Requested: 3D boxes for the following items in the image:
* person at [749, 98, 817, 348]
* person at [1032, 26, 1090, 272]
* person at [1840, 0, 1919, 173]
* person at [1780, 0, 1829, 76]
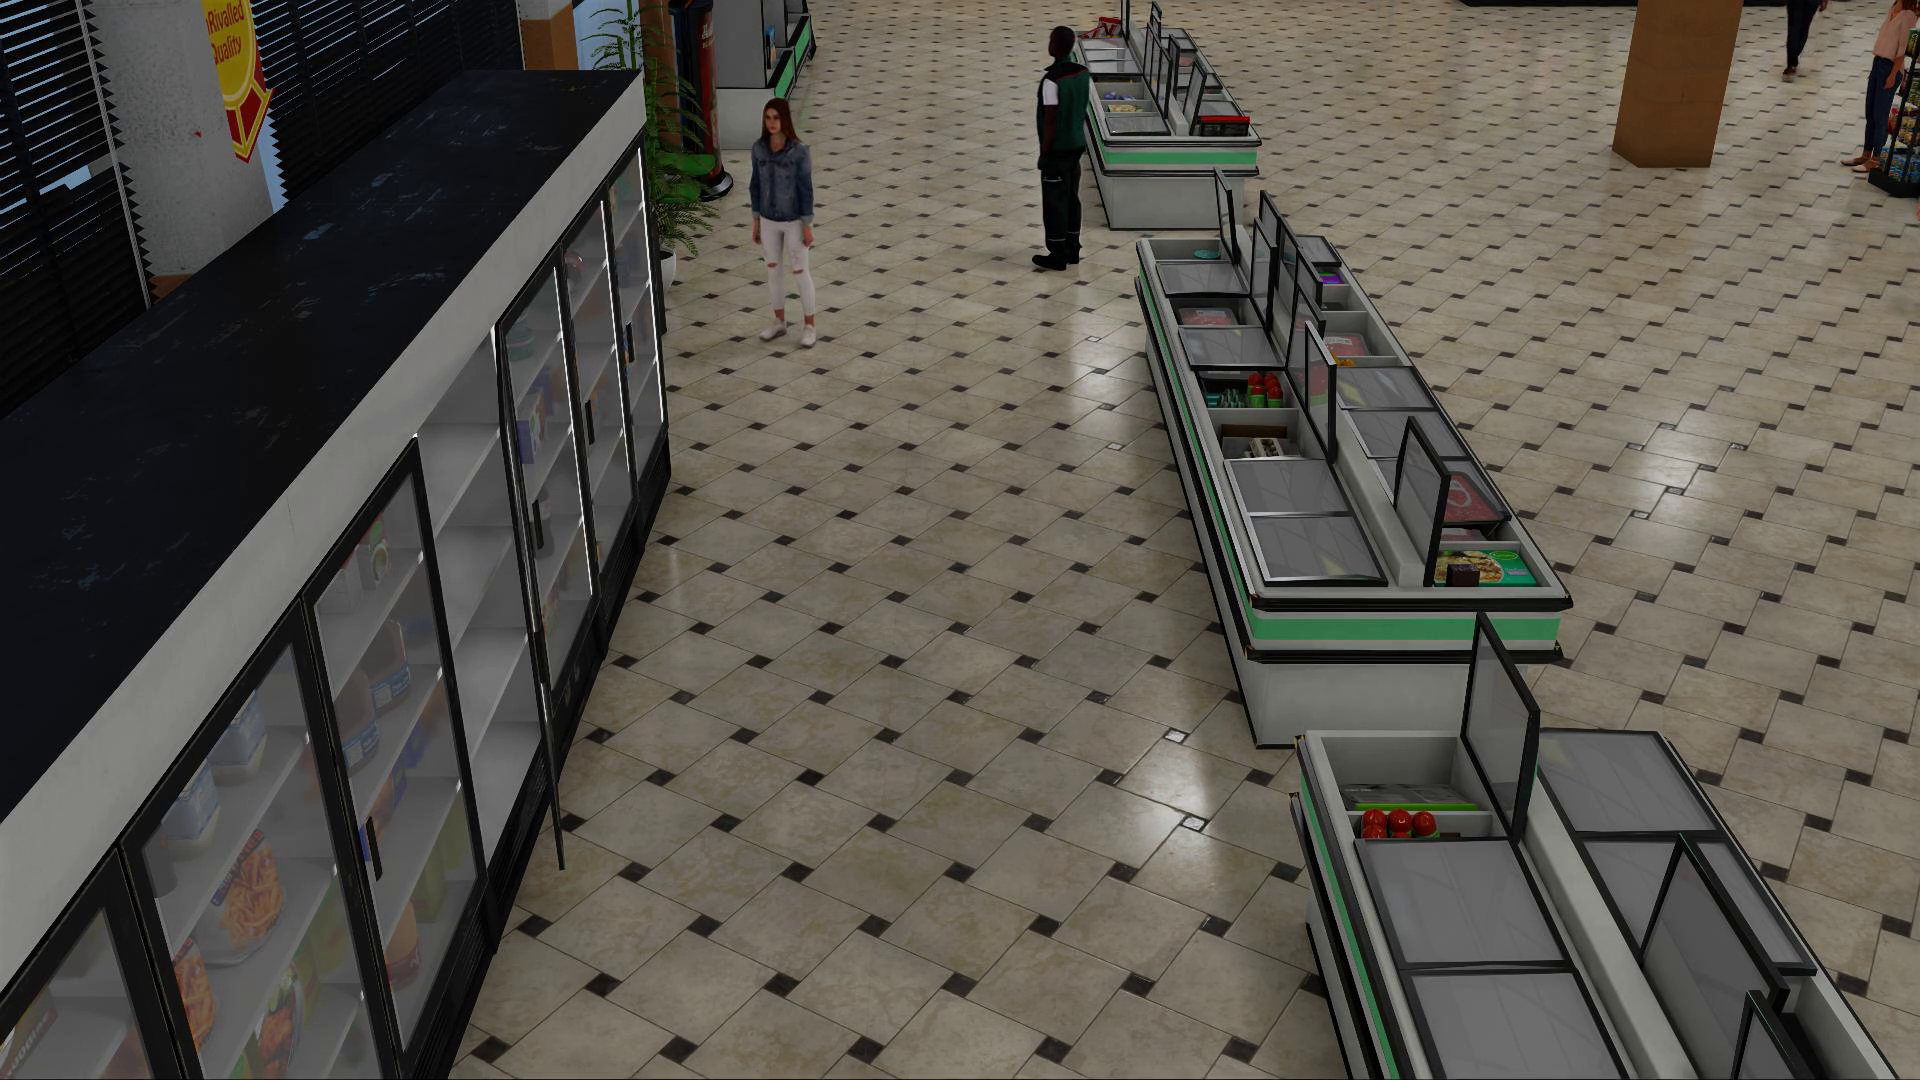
[{"bbox_3d":[-1.183,-2.152,11.266,0.693,1.695,0.677,11,29,21],"label":"person"},{"bbox_3d":[0.781,-3.007,12.792,0.842,1.838,0.747,19,32,32],"label":"person"},{"bbox_3d":[8.632,-4.344,15.481,0.662,1.792,0.471,2,27,4],"label":"person"},{"bbox_3d":[9.814,-6.271,19.304,0.868,1.770,1.284,6,28,12],"label":"person"}]
